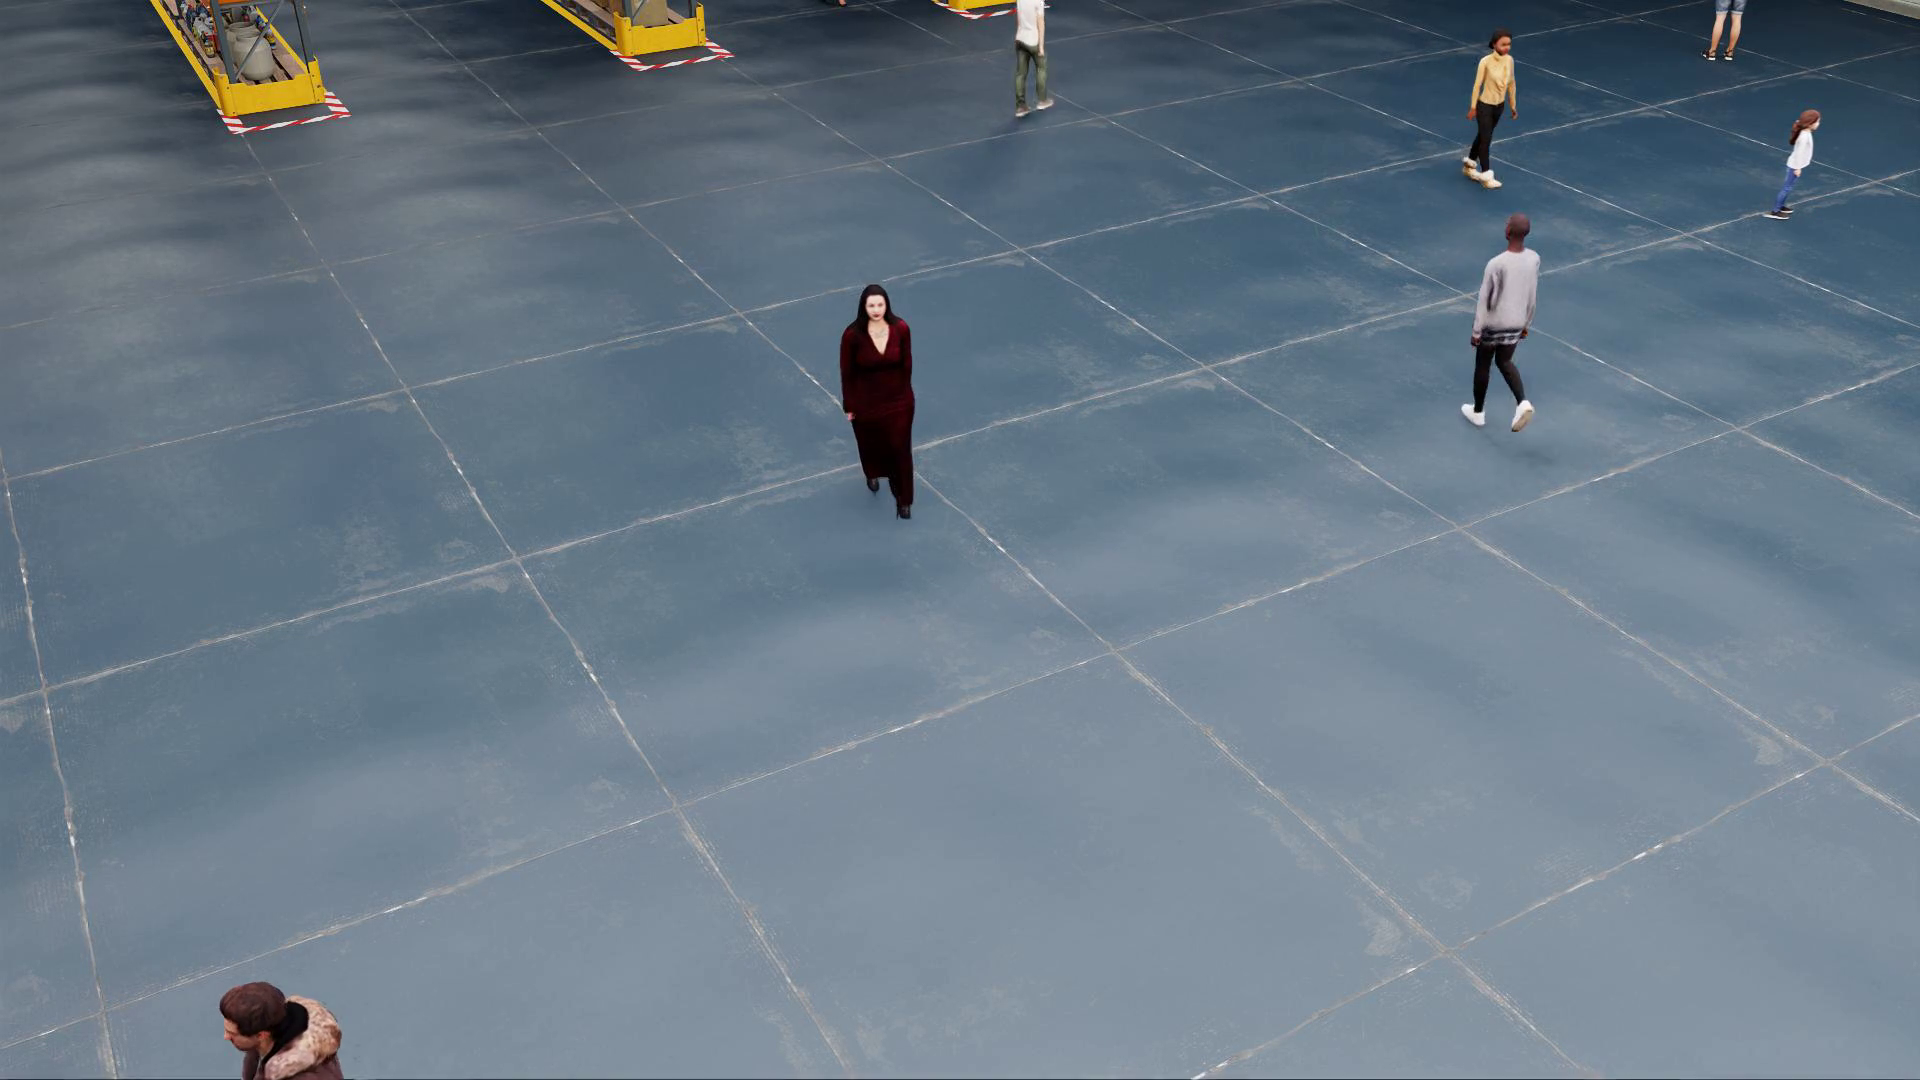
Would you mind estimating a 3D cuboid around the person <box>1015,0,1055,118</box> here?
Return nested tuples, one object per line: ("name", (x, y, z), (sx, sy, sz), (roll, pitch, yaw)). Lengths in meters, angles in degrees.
("person", (0.766, -5.770, 19.426), (0.900, 1.639, 0.863), (22, 38, 30))

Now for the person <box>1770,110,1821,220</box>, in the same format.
("person", (8.454, -3.814, 16.823), (0.565, 1.108, 0.524), (17, 36, 25))

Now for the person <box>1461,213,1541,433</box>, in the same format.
("person", (4.209, -1.605, 12.715), (0.770, 1.755, 1.002), (-10, 34, -15))

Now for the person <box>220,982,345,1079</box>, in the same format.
("person", (-2.375, 2.348, 6.383), (0.878, 1.825, 0.742), (-10, 34, -16))

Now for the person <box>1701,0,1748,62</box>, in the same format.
("person", (9.962, -7.115, 21.363), (0.737, 1.847, 0.756), (3, 32, 4))

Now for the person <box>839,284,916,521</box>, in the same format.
("person", (-0.601, -1.033, 11.849), (0.913, 1.711, 1.200), (-7, 33, -10))

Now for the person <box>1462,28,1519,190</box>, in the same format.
("person", (5.541, -4.582, 17.547), (0.642, 1.633, 0.998), (-14, 35, -21))
